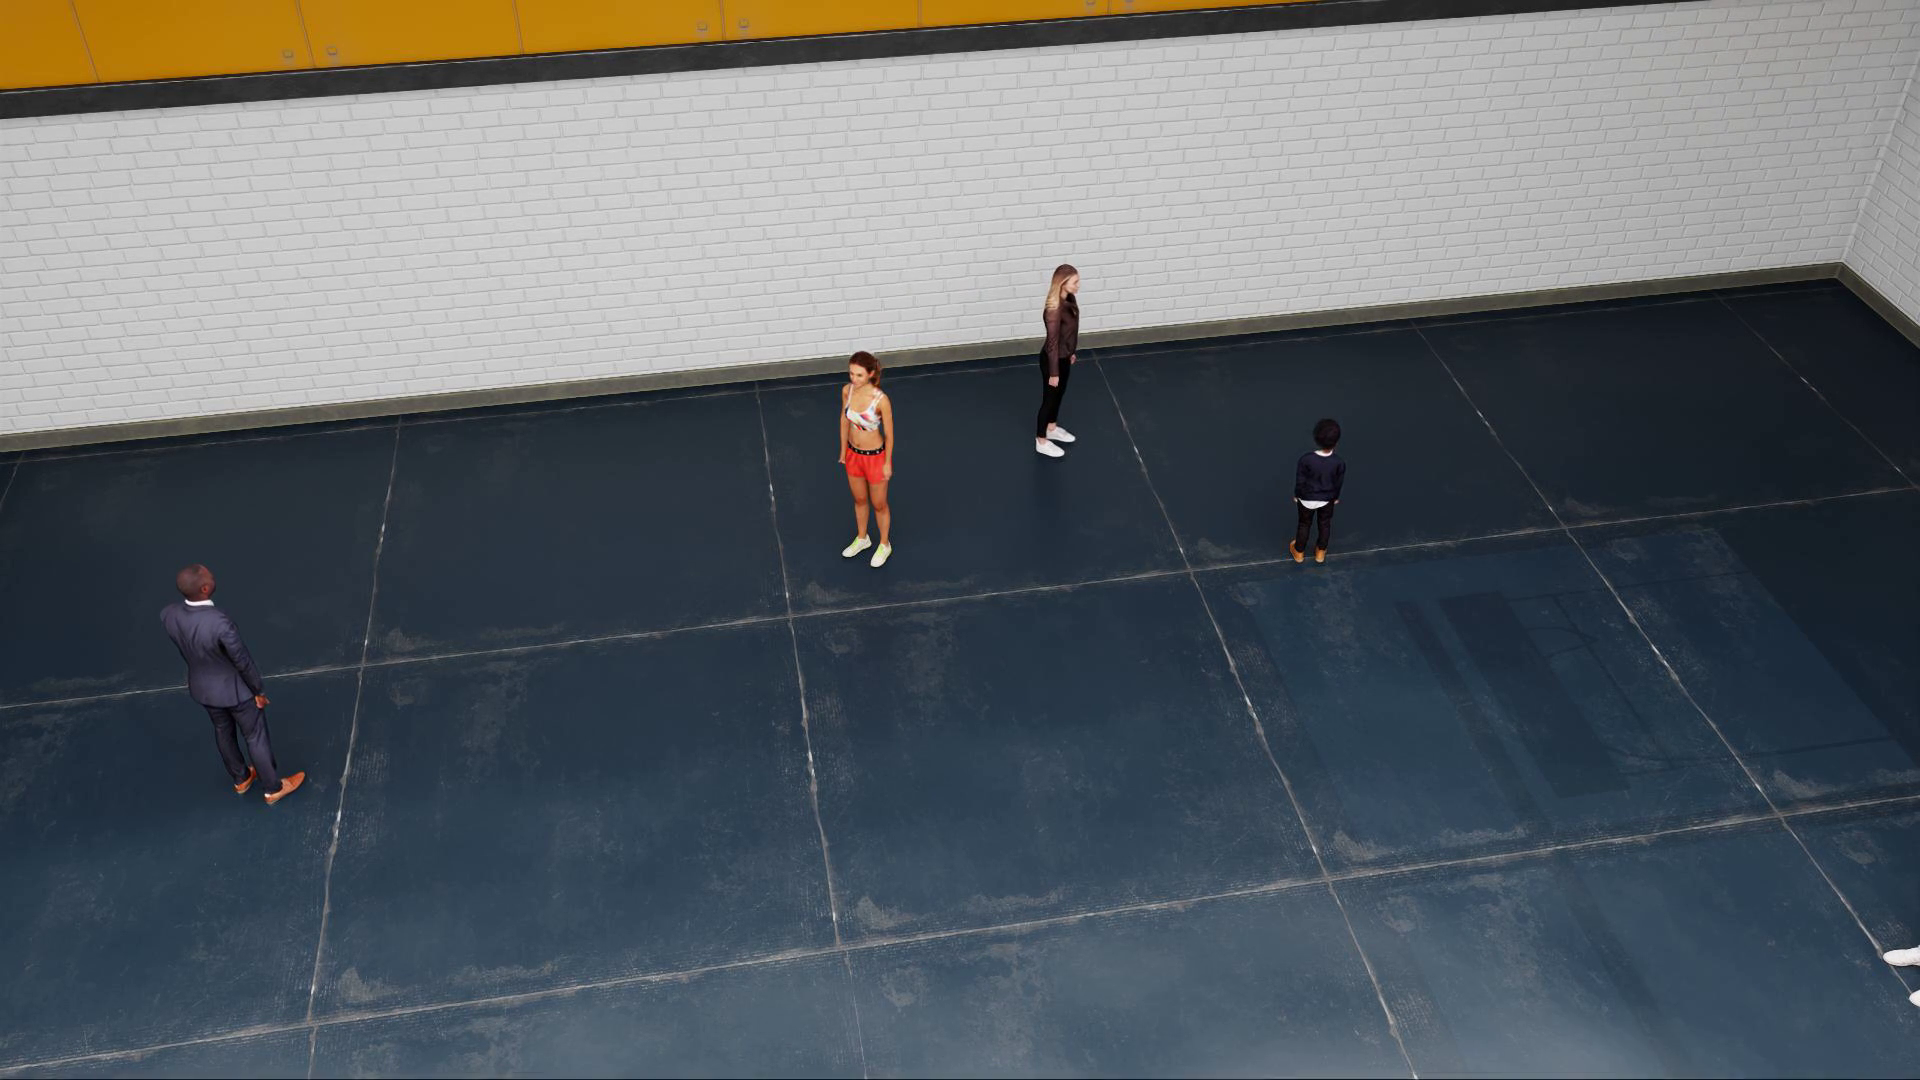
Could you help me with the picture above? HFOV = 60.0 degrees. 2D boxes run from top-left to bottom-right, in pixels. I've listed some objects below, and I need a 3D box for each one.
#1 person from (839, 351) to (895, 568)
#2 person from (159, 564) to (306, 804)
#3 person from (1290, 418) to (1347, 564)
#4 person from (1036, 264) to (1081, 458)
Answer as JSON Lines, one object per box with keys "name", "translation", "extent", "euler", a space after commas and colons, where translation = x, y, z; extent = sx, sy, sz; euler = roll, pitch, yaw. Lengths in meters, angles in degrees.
{"name": "person", "translation": [-0.665, -0.599, 12.052], "extent": [0.682, 1.790, 0.732], "euler": [21, 43, 24]}
{"name": "person", "translation": [-4.489, 0.889, 10.166], "extent": [0.778, 1.819, 0.783], "euler": [12, 40, 15]}
{"name": "person", "translation": [2.627, -0.352, 12.196], "extent": [0.546, 1.225, 0.545], "euler": [3, 39, 3]}
{"name": "person", "translation": [0.764, -1.446, 13.183], "extent": [0.731, 1.702, 0.619], "euler": [13, 40, 16]}
